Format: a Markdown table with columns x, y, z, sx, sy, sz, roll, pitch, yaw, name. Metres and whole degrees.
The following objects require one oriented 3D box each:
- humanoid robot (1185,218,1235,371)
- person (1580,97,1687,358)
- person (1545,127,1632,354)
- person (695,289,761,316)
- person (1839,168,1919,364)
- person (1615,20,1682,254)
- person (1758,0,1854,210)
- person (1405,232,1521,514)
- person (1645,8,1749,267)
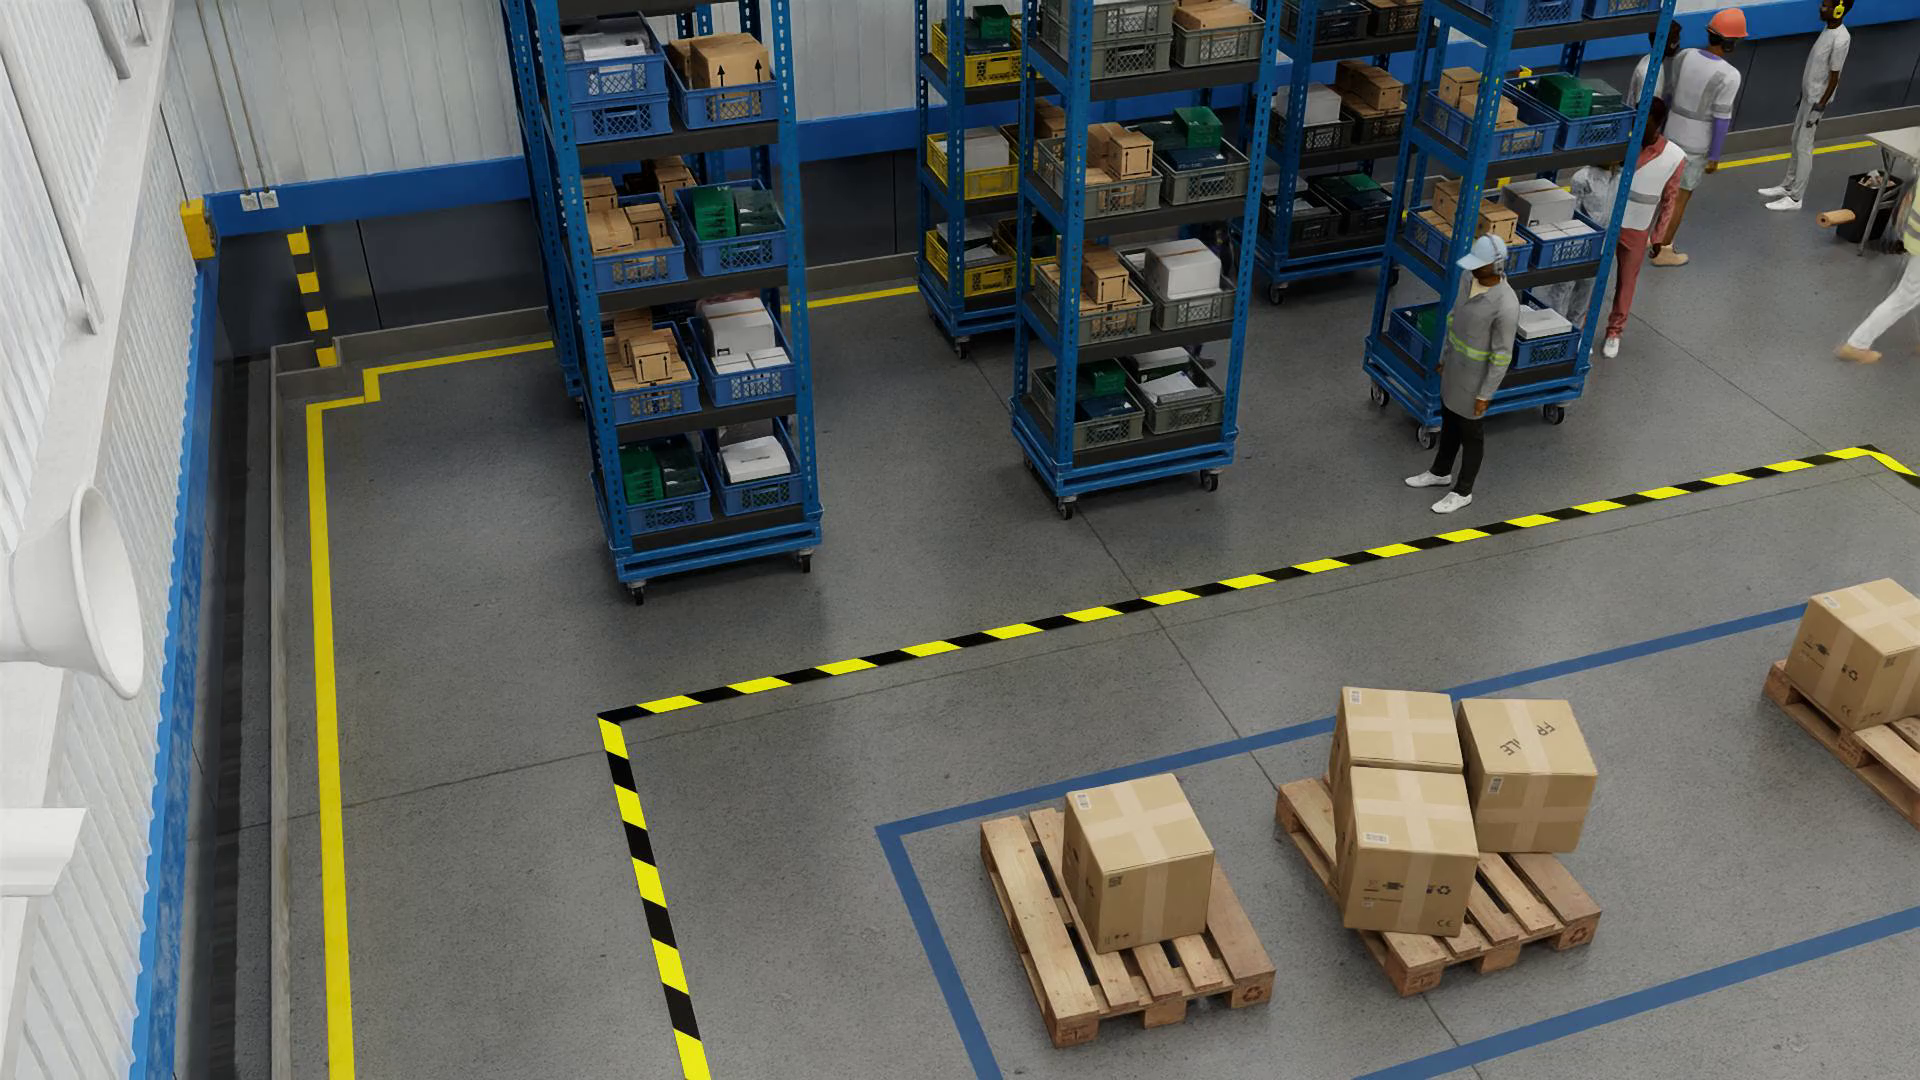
| x | y | z | sx | sy | sz | roll | pitch | yaw | name |
| --- | --- | --- | --- | --- | --- | --- | --- | --- | --- |
| 1.729 | -1.959 | 11.605 | 0.342 | 1.646 | 0.588 | -12 | 37 | -16 | humanoid robot |
| 4.700 | -2.227 | 11.783 | 0.596 | 1.915 | 0.372 | 20 | 40 | 26 | person |
| 4.446 | -2.091 | 11.745 | 0.483 | 1.737 | 0.305 | -13 | 37 | -18 | person |
| -1.446 | -1.340 | 10.690 | 0.491 | 1.726 | 0.567 | 26 | 43 | 32 | person |
| 6.837 | -2.051 | 11.643 | 0.924 | 1.796 | 0.631 | 4 | 35 | 6 | person |
| 5.402 | -3.203 | 13.208 | 0.329 | 1.871 | 0.509 | 16 | 38 | 21 | person |
| 7.098 | -3.664 | 13.862 | 0.309 | 1.868 | 0.530 | 7 | 36 | 10 | person |
| 3.077 | -1.020 | 10.130 | 0.388 | 1.850 | 0.587 | -9 | 36 | -13 | person |
| 5.712 | -3.128 | 12.975 | 0.447 | 2.030 | 0.617 | -16 | 38 | -22 | person |
